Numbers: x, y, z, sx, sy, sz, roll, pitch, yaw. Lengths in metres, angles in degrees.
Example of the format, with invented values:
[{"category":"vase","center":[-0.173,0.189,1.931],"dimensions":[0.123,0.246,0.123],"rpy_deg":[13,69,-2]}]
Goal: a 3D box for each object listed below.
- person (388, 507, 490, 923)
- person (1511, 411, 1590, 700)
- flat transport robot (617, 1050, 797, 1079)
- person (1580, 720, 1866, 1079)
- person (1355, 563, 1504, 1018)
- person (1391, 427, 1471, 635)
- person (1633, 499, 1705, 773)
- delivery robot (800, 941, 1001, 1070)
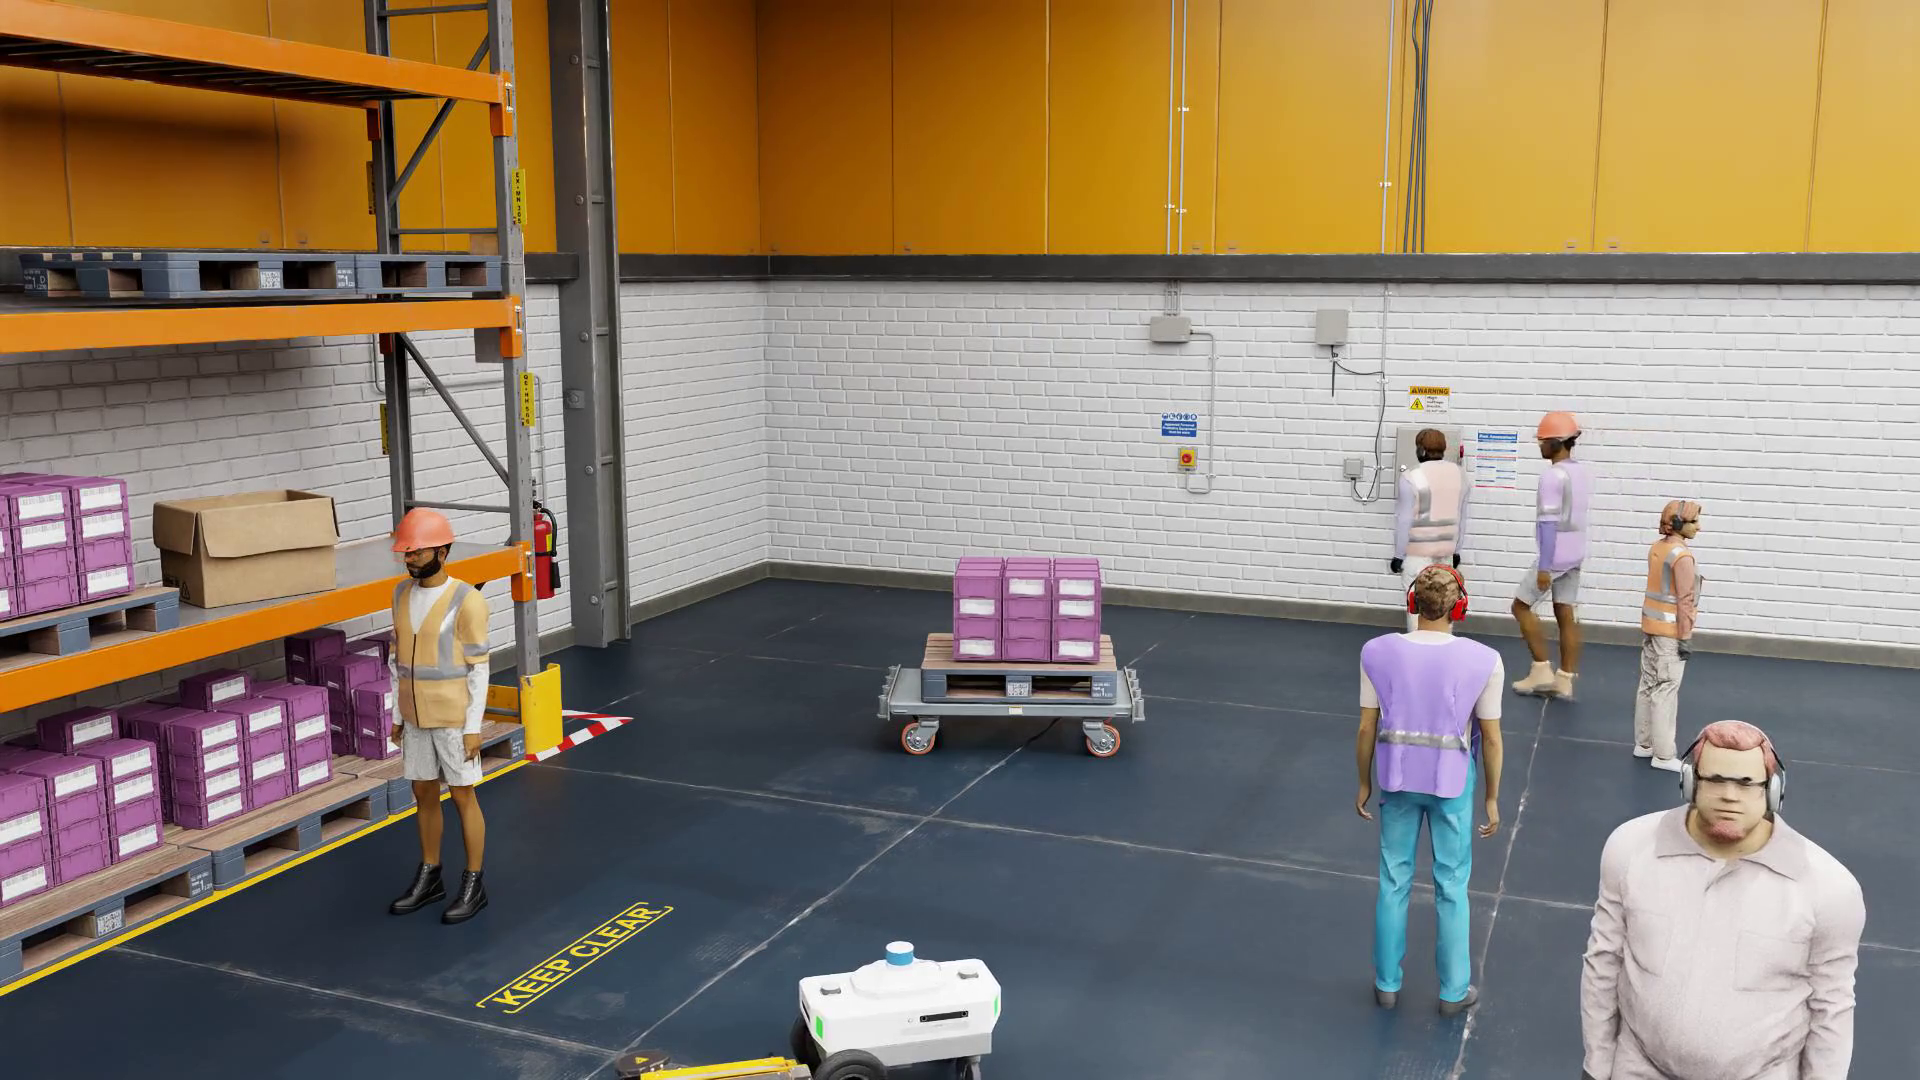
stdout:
[{"category":"person","center":[-2.430,0.806,7.709],"dimensions":[0.543,1.939,0.355],"rpy_deg":[4,10,23]},{"category":"person","center":[4.110,0.111,11.648],"dimensions":[0.557,2.025,0.648],"rpy_deg":[9,13,44]},{"category":"flat transport robot","center":[-0.734,2.024,5.370],"dimensions":[0.652,0.197,1.431],"rpy_deg":[-3,10,-15]},{"category":"person","center":[1.901,1.390,4.255],"dimensions":[0.646,1.913,0.409],"rpy_deg":[6,11,34]},{"category":"person","center":[1.885,1.014,6.728],"dimensions":[0.571,1.843,0.373],"rpy_deg":[4,10,23]},{"category":"person","center":[3.478,0.080,12.405],"dimensions":[0.633,1.841,0.429],"rpy_deg":[-4,10,-24]},{"category":"person","center":[4.282,0.570,10.053],"dimensions":[0.314,1.636,0.515],"rpy_deg":[0,9,2]},{"category":"delivery robot","center":[-0.217,1.716,6.092],"dimensions":[0.707,0.478,0.477],"rpy_deg":[-2,10,-15]}]
